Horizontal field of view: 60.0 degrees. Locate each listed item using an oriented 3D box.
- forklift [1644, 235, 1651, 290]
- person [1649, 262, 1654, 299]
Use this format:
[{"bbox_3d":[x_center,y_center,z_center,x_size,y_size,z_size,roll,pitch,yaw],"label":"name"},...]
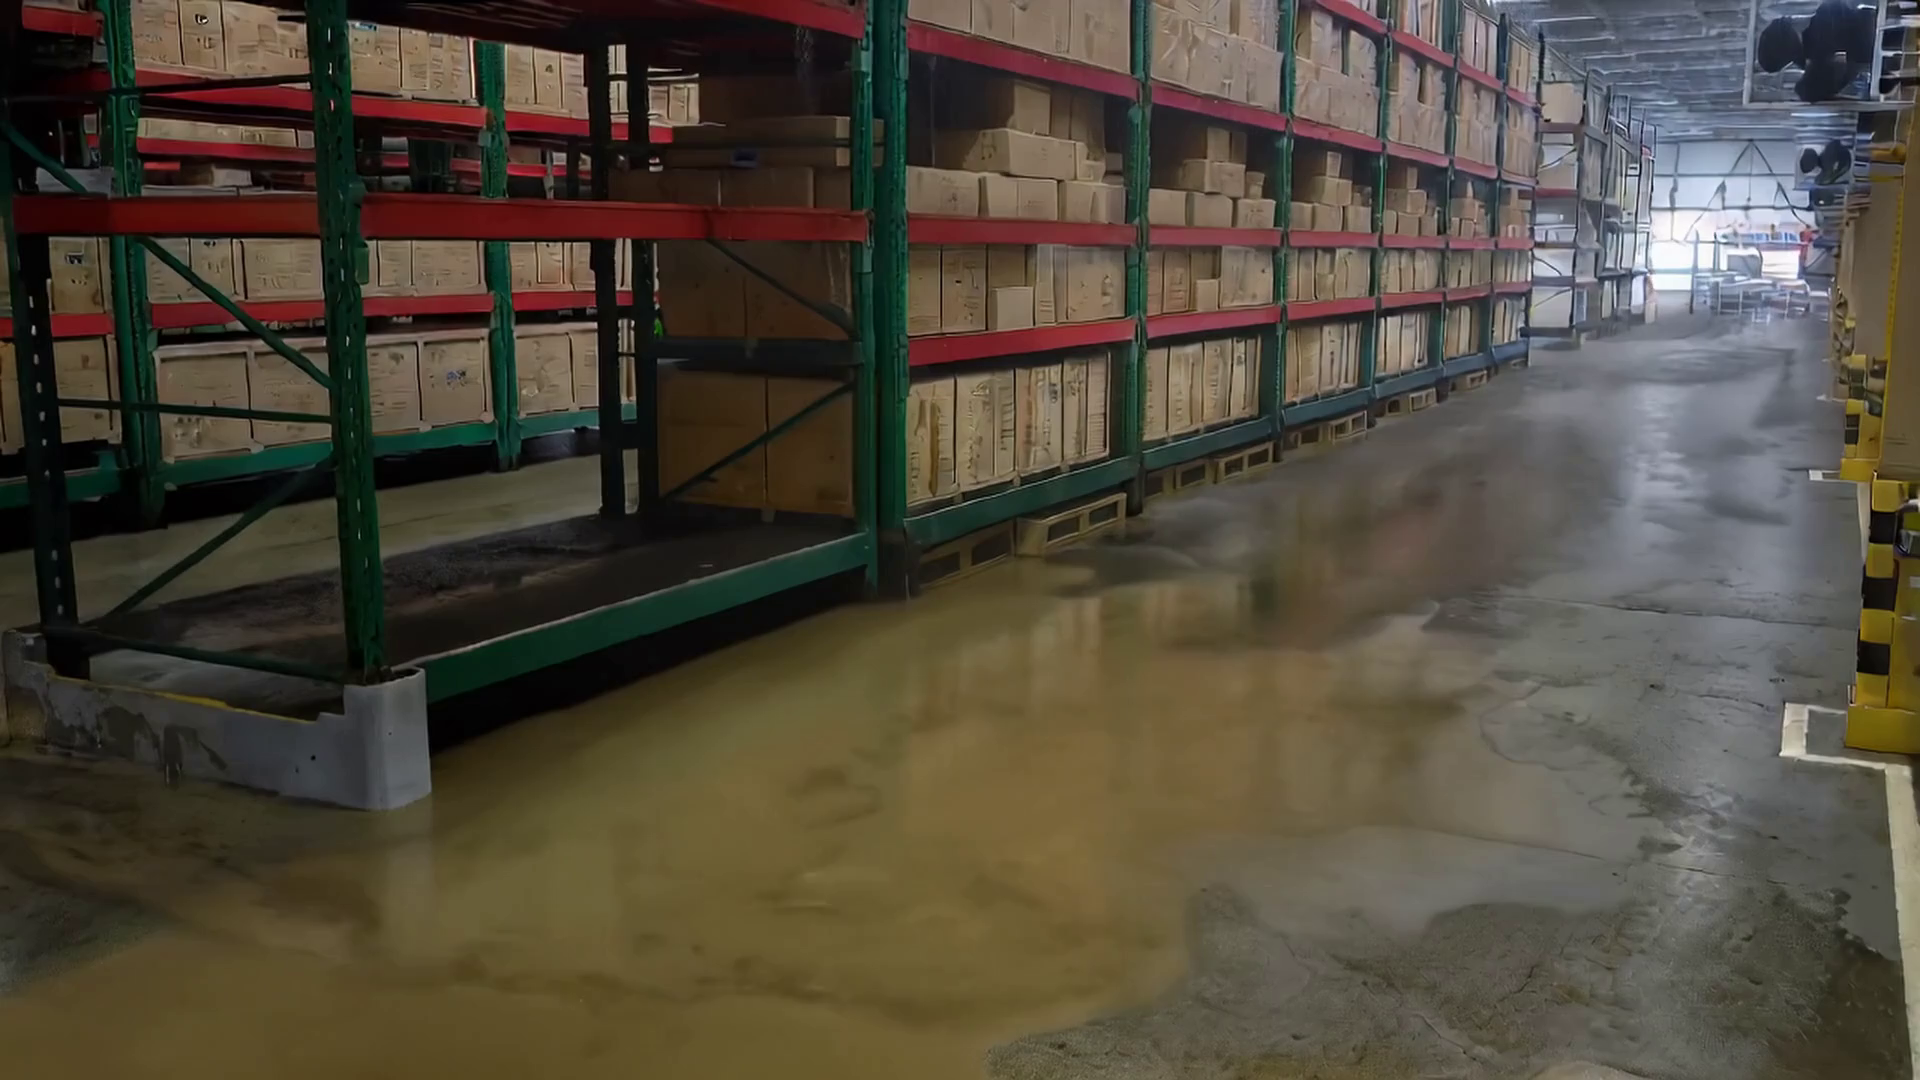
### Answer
[{"bbox_3d":[25.103,-9.939,61.886,1.129,2.768,1.873,5,11,27],"label":"forklift"},{"bbox_3d":[31.190,-11.824,75.672,0.965,1.885,0.549,5,11,24],"label":"person"}]
